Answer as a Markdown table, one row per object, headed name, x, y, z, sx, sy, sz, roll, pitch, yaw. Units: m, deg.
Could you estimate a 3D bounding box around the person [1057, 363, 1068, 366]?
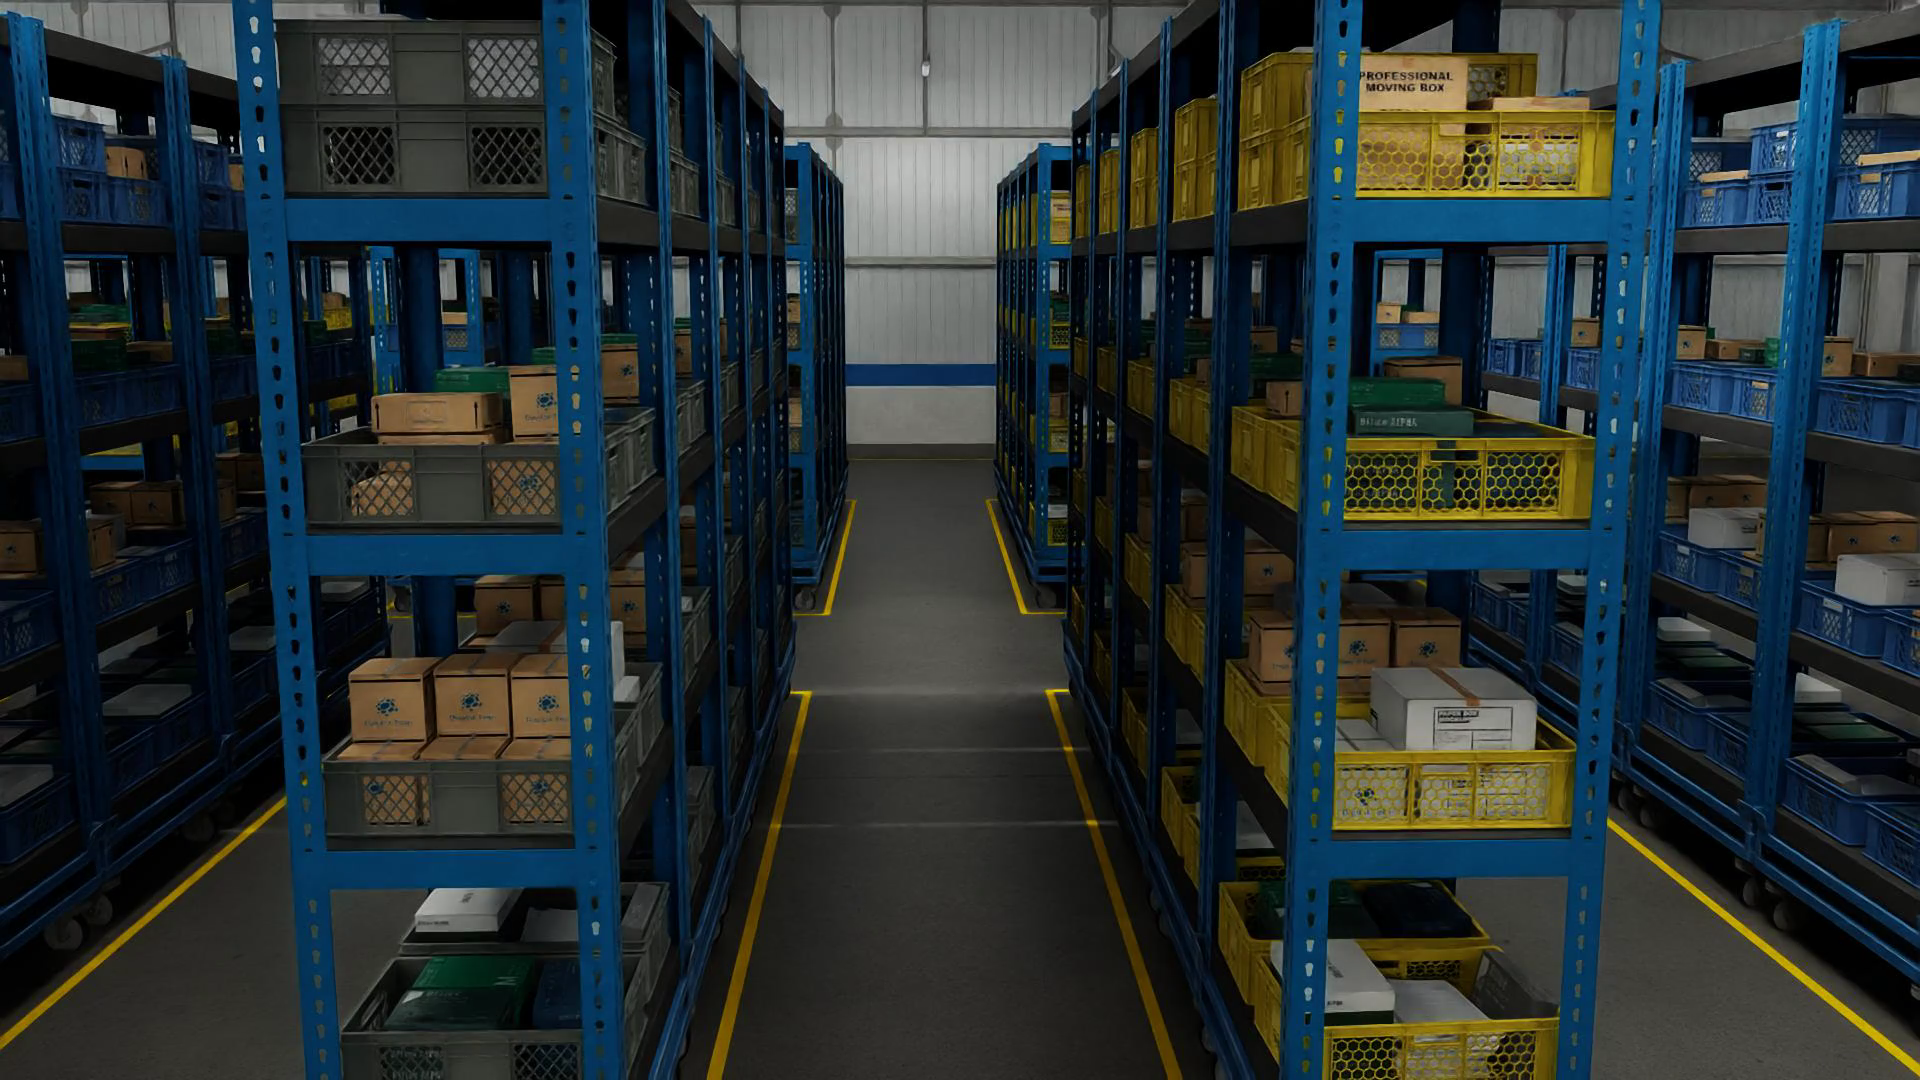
| name | x | y | z | sx | sy | sz | roll | pitch | yaw |
| --- | --- | --- | --- | --- | --- | --- | --- | --- | --- |
| person | 1.418 | -1.902 | 22.544 | 0.862 | 1.784 | 0.600 | -1 | 9 | -4 |
